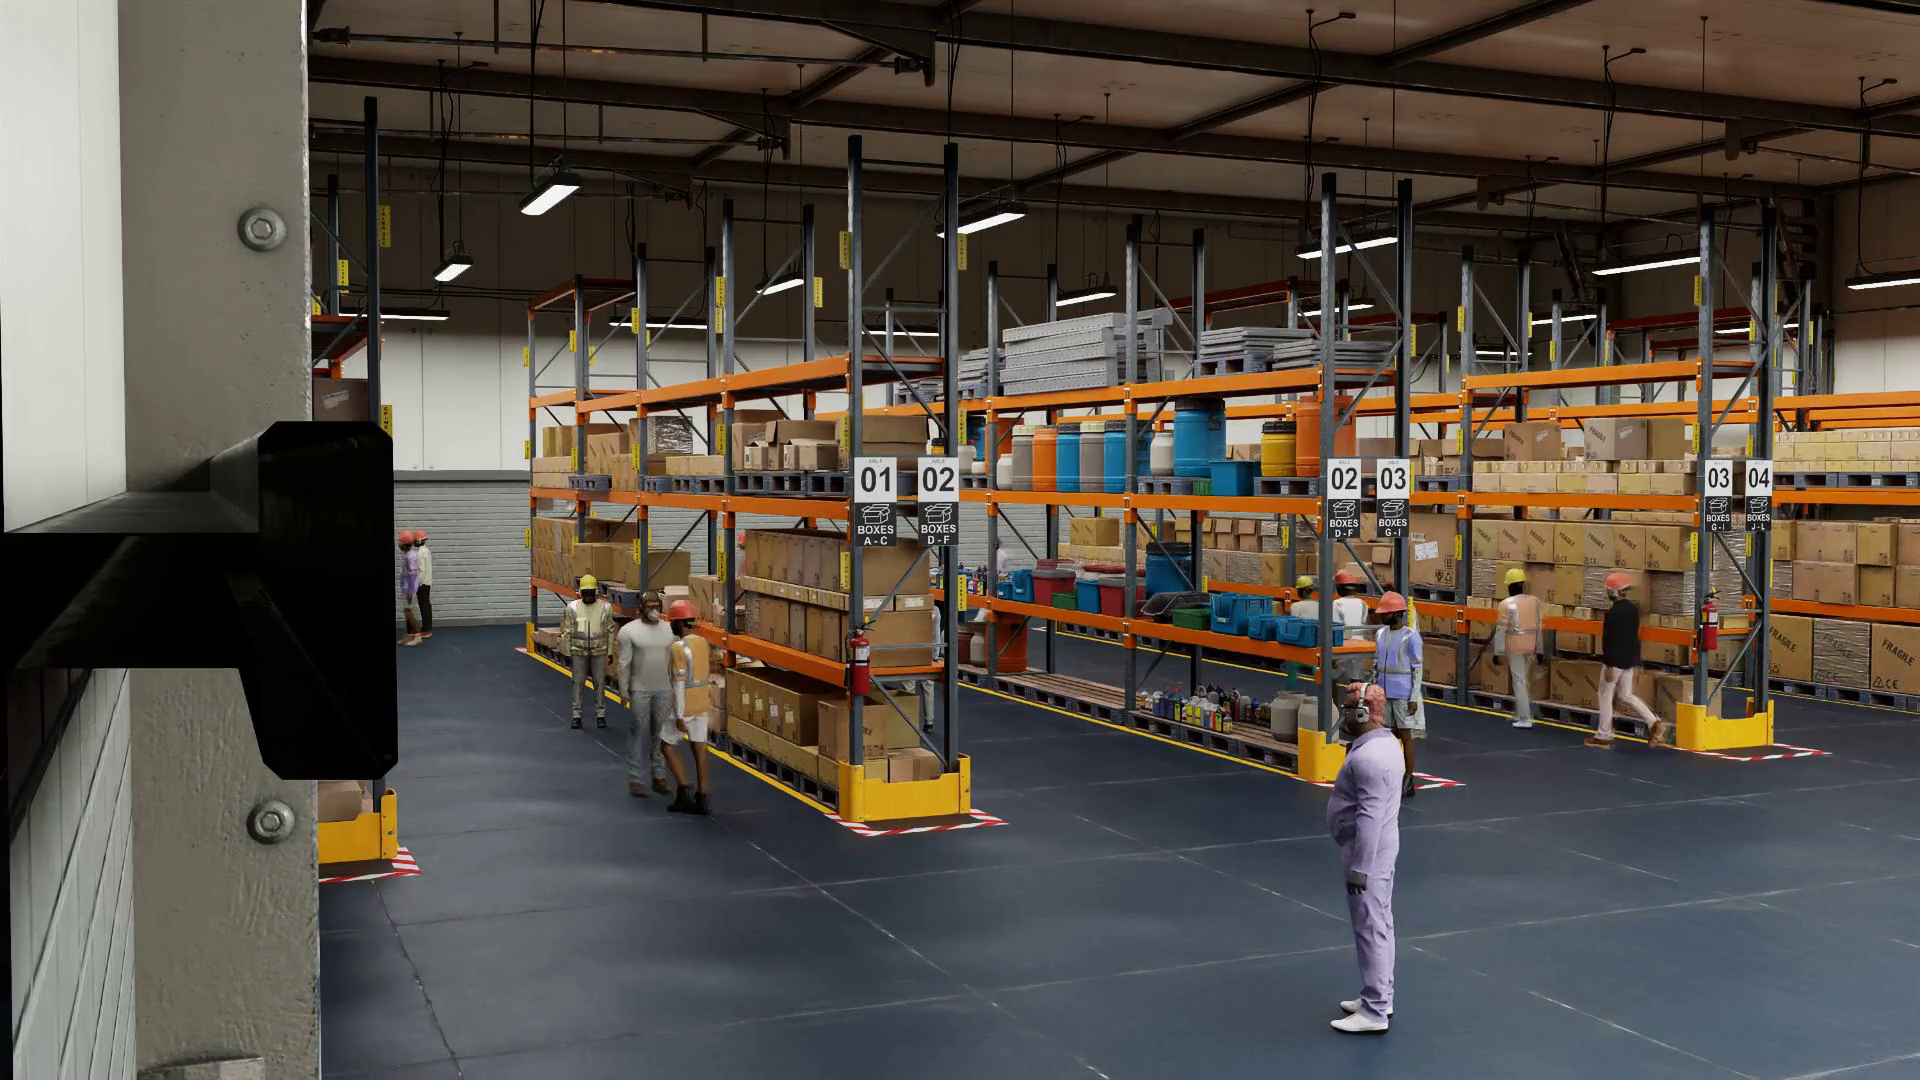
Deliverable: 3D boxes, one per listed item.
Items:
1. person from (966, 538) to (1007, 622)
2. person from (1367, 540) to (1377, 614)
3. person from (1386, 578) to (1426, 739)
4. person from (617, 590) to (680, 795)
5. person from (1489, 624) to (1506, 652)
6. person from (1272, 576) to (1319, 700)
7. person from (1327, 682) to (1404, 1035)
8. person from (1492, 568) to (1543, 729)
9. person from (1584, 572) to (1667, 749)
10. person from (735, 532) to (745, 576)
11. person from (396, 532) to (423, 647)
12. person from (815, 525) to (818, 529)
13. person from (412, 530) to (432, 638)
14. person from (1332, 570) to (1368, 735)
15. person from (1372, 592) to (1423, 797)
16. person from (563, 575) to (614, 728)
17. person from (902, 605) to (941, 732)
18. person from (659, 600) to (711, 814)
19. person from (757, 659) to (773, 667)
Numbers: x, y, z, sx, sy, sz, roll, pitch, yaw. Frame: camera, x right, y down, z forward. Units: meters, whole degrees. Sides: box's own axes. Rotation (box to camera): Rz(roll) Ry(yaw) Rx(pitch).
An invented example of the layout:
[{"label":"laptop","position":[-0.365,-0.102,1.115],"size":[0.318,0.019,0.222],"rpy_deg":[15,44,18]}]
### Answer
[{"label":"person","position":[0.613,0.840,34.720],"size":[0.940,1.791,0.640],"rpy_deg":[-1,2,-20]},{"label":"person","position":[7.042,0.944,30.923],"size":[0.622,1.886,0.851],"rpy_deg":[-2,3,-36]},{"label":"person","position":[5.126,1.355,20.630],"size":[0.483,1.865,0.587],"rpy_deg":[0,2,-5]},{"label":"person","position":[-2.969,1.447,17.123],"size":[0.635,1.937,0.355],"rpy_deg":[-1,3,-33]},{"label":"person","position":[8.607,1.023,28.540],"size":[0.636,1.920,0.833],"rpy_deg":[-1,2,-15]},{"label":"person","position":[4.367,1.326,22.887],"size":[0.549,1.719,0.900],"rpy_deg":[-1,2,-26]},{"label":"person","position":[2.233,1.739,9.908],"size":[0.405,1.906,0.653],"rpy_deg":[1,2,22]},{"label":"person","position":[6.649,1.294,21.494],"size":[0.607,1.899,0.744],"rpy_deg":[-1,2,-22]},{"label":"person","position":[7.317,1.333,19.712],"size":[0.631,1.970,0.838],"rpy_deg":[-2,3,-40]},{"label":"person","position":[-4.004,0.838,32.899],"size":[1.011,1.940,0.659],"rpy_deg":[-1,2,-20]},{"label":"person","position":[-9.717,0.873,31.571],"size":[0.418,2.007,0.781],"rpy_deg":[-1,2,-21]},{"label":"person","position":[-3.119,0.633,37.997],"size":[0.607,1.966,0.367],"rpy_deg":[2,3,36]},{"label":"person","position":[-9.963,0.806,33.130],"size":[0.395,1.994,0.613],"rpy_deg":[0,2,-4]},{"label":"person","position":[4.508,1.305,21.071],"size":[0.570,1.910,0.736],"rpy_deg":[-1,2,-20]},{"label":"person","position":[4.110,1.455,16.979],"size":[0.368,1.931,0.552],"rpy_deg":[-1,3,-34]},{"label":"person","position":[-4.456,1.330,21.514],"size":[0.600,1.831,0.404],"rpy_deg":[0,2,-12]},{"label":"person","position":[-0.516,1.349,21.038],"size":[0.590,1.833,0.404],"rpy_deg":[-1,2,-21]},{"label":"person","position":[-2.448,1.499,16.073],"size":[0.464,1.920,0.568],"rpy_deg":[1,2,29]},{"label":"person","position":[-2.922,1.103,27.298],"size":[0.562,1.841,0.768],"rpy_deg":[-2,3,-35]}]
